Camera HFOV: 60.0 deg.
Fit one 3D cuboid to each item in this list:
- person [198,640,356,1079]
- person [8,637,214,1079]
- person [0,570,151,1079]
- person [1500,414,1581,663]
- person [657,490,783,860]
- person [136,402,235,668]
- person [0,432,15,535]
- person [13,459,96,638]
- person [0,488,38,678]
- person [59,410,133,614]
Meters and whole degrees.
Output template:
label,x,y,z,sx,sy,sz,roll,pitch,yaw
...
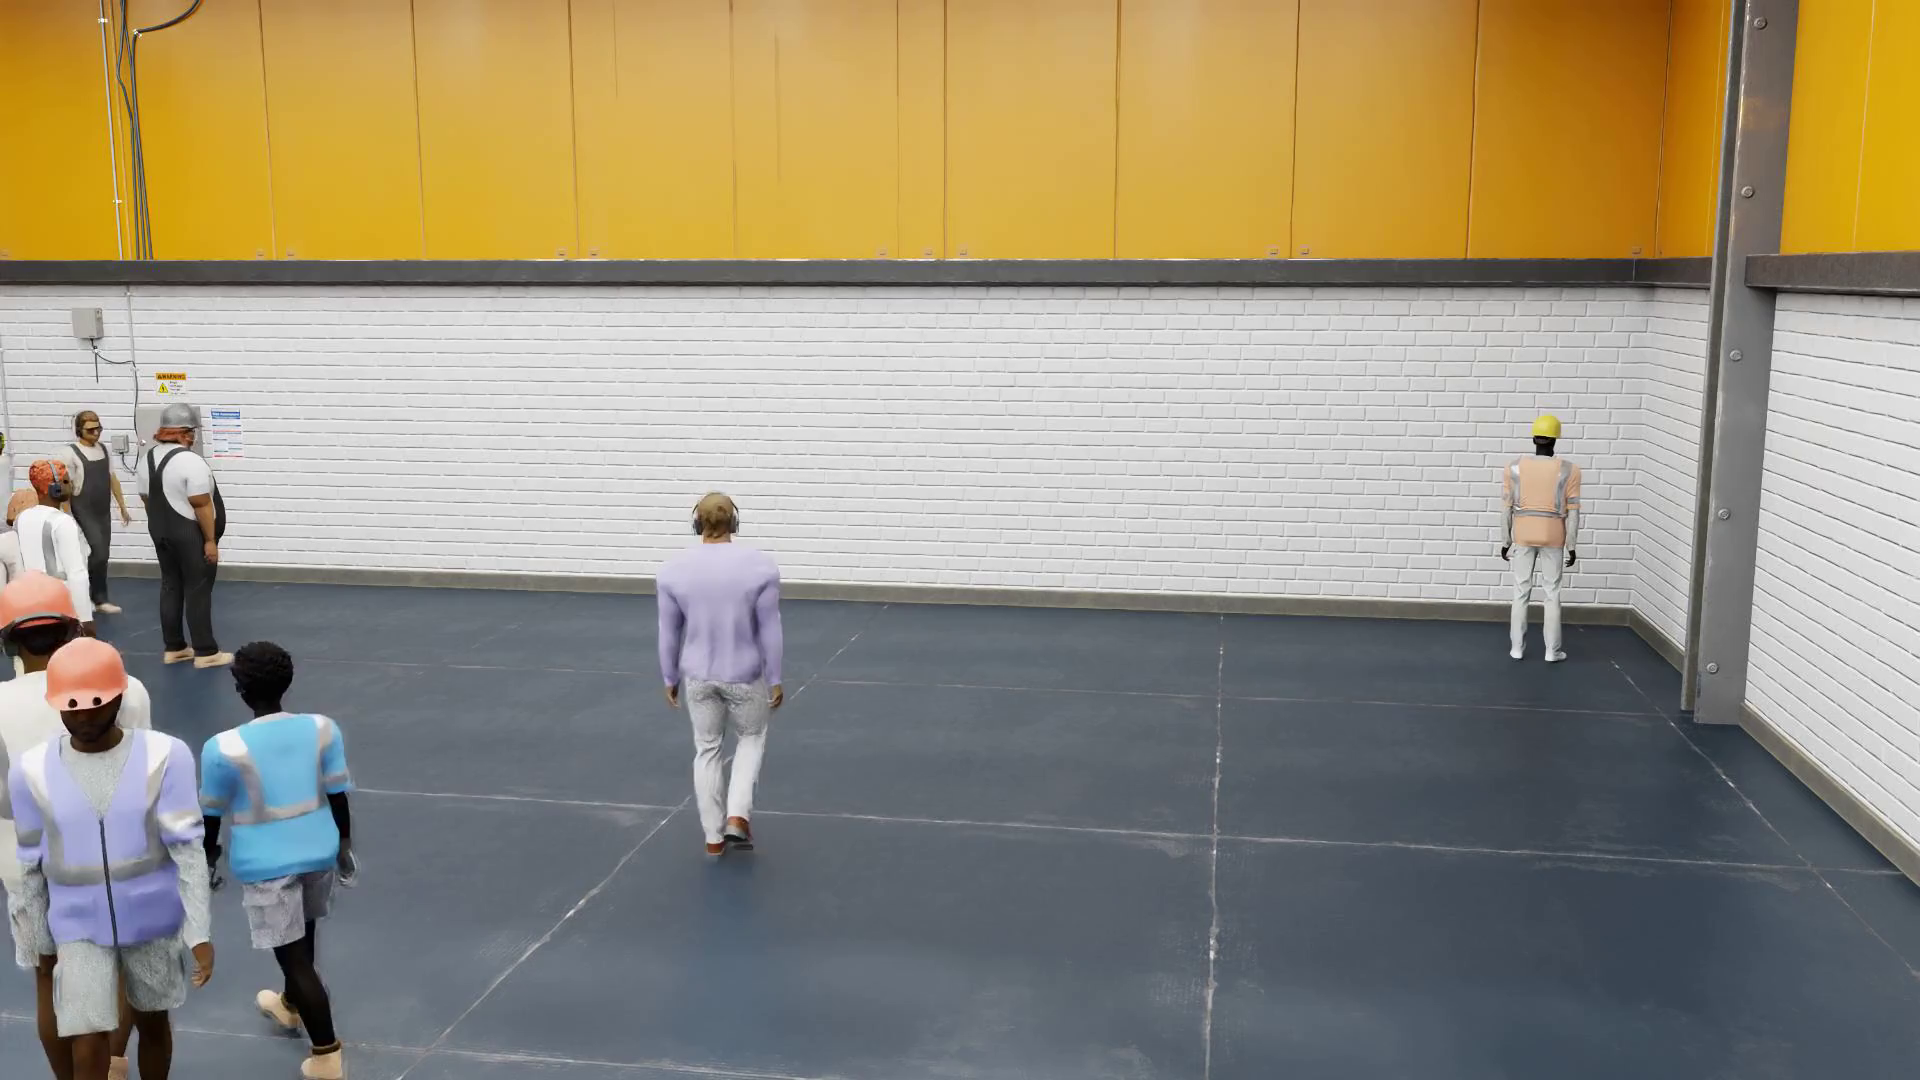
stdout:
label,x,y,z,sx,sy,sz,roll,pitch,yaw
person,-2.600,1.197,6.284,0.836,1.650,0.536,7,11,36
person,-2.663,1.245,5.247,0.562,1.889,0.952,-4,10,-22
person,-3.044,1.111,5.661,0.636,2.030,0.585,-4,10,-23
person,4.490,-0.009,12.898,0.589,1.928,0.386,5,11,29
person,-1.227,0.696,8.567,0.649,1.920,0.436,0,9,0
person,-5.915,-0.047,12.785,0.688,2.000,0.536,5,11,29
person,-7.882,-0.049,13.540,0.988,1.815,0.487,4,10,25
person,-5.546,0.442,10.260,0.575,1.882,0.355,5,11,30
person,-5.985,0.482,10.772,0.504,1.632,0.270,-5,11,-29
person,-7.576,-0.229,14.590,0.402,1.828,0.539,2,9,12
